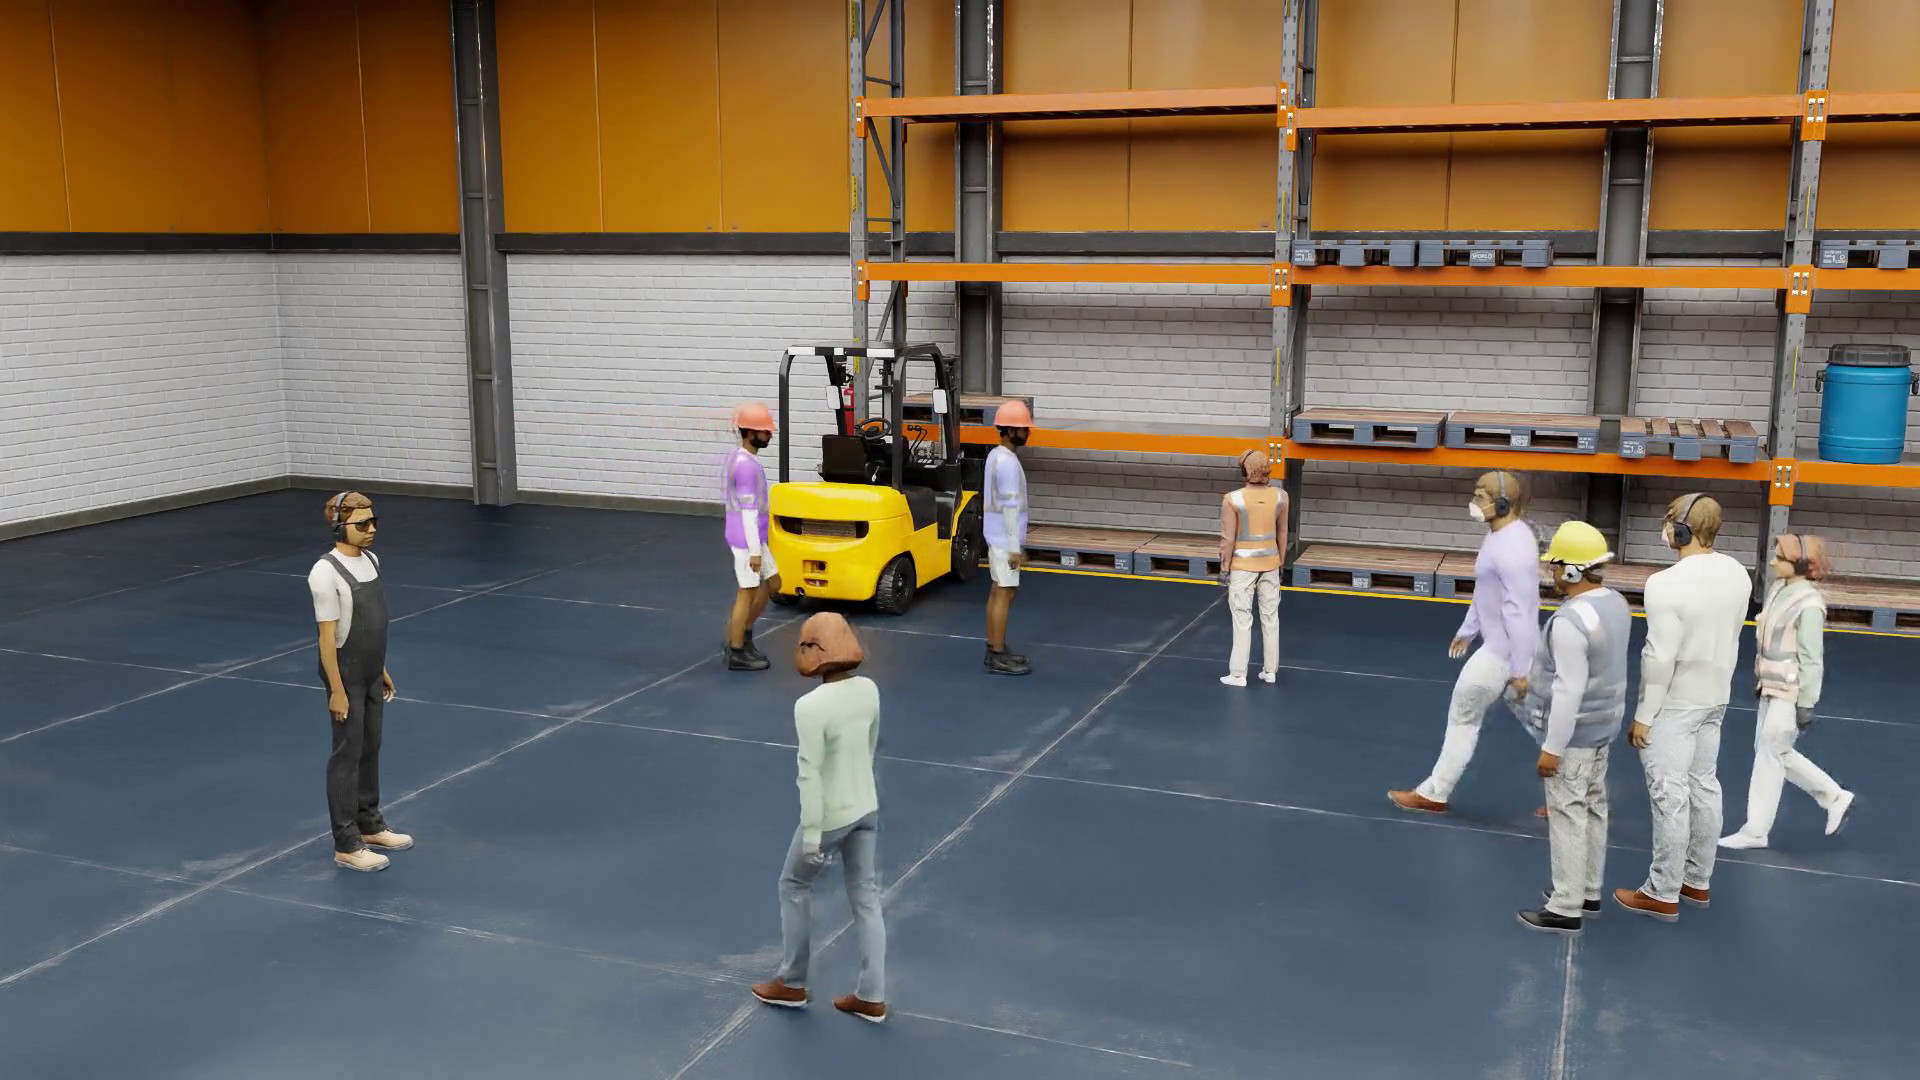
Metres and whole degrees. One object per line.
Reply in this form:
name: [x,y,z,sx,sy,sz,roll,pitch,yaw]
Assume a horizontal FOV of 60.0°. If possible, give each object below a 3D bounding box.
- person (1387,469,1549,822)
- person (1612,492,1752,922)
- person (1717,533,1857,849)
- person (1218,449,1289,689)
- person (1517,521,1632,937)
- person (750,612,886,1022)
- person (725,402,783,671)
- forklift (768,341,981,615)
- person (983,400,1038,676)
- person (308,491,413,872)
person: [2.848,0.566,8.643,1.058,1.889,0.641,4,11,21]
person: [3.237,0.743,7.464,0.631,1.940,0.372,-7,12,-33]
person: [4.146,0.759,8.245,0.613,1.621,0.524,2,10,10]
person: [1.999,0.199,11.332,0.510,1.640,0.308,-4,11,-19]
person: [2.696,0.824,7.321,0.404,1.827,0.600,9,13,40]
person: [-0.558,1.074,6.535,0.690,1.603,0.517,7,12,34]
person: [-1.470,-0.011,11.710,0.451,1.919,0.565,-1,10,-7]
forklift: [-0.739,-0.602,14.246,1.214,2.155,2.313,4,11,21]
person: [0.355,-0.020,11.720,0.372,1.935,0.551,-1,10,-8]
person: [-2.929,0.676,8.101,0.344,1.846,0.507,1,10,7]
